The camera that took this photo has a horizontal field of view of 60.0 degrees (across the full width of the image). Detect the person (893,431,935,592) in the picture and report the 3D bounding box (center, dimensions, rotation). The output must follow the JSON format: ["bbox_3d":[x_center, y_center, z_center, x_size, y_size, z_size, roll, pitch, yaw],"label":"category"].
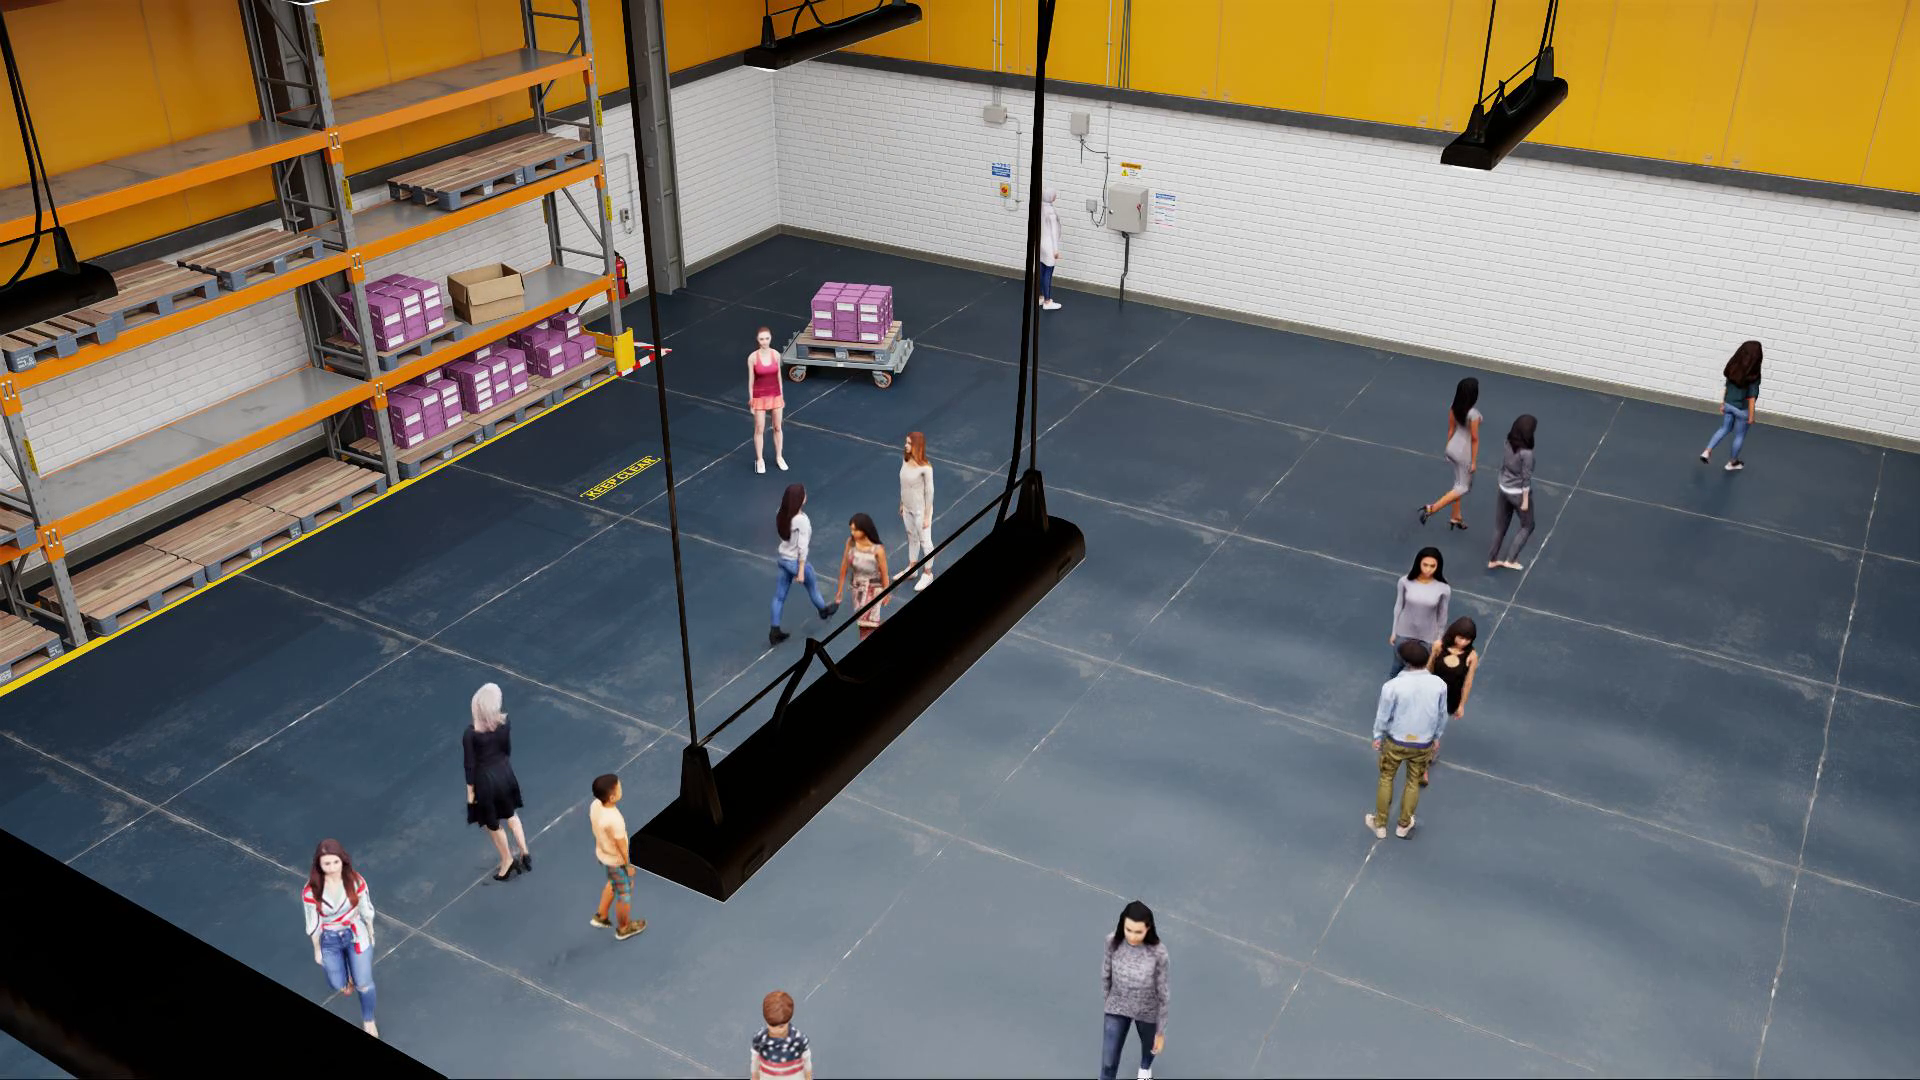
[{"bbox_3d":[-0.425,-0.324,16.757,0.657,1.713,0.671,-23,36,-35],"label":"person"}]

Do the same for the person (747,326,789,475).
[{"bbox_3d":[-2.220,-1.629,19.108,0.657,1.753,0.729,-11,30,-18],"label":"person"}]

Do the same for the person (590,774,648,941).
[{"bbox_3d":[-2.584,2.340,12.146,0.703,1.451,0.635,-23,36,-36],"label":"person"}]

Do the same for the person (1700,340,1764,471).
[{"bbox_3d":[8.872,-1.513,19.051,0.946,1.604,0.850,-12,31,-21],"label":"person"}]

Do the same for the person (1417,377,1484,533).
[{"bbox_3d":[5.247,-0.853,17.679,1.006,1.760,0.921,-9,30,-16],"label":"person"}]

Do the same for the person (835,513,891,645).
[{"bbox_3d":[-0.811,0.444,15.464,0.703,1.603,1.081,18,34,30],"label":"person"}]

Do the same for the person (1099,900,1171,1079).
[{"bbox_3d":[1.160,2.968,10.738,0.754,1.697,1.093,9,30,16],"label":"person"}]

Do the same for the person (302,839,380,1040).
[{"bbox_3d":[-4.218,2.682,11.366,0.900,1.599,0.938,-10,30,-18],"label":"person"}]

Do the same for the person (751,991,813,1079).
[{"bbox_3d":[-1.094,3.345,10.316,0.618,1.439,0.631,4,29,7],"label":"person"}]

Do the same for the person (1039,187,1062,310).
[{"bbox_3d":[1.253,-4.183,23.767,0.724,1.776,0.690,-11,30,-19],"label":"person"}]

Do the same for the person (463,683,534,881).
[{"bbox_3d":[-3.592,1.880,12.696,0.677,1.732,0.530,6,29,12],"label":"person"}]

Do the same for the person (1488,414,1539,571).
[{"bbox_3d":[5.584,-0.458,16.962,0.786,1.752,0.744,-11,31,-20],"label":"person"}]

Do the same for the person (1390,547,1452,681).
[{"bbox_3d":[4.035,0.812,14.659,0.625,1.727,0.587,13,31,22],"label":"person"}]

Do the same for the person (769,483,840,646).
[{"bbox_3d":[-1.648,0.271,15.809,1.114,1.576,0.783,-25,37,-38],"label":"person"}]

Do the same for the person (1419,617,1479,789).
[{"bbox_3d":[4.056,1.267,13.951,0.650,1.607,0.856,13,31,23],"label":"person"}]

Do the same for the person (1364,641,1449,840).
[{"bbox_3d":[3.549,1.575,13.176,0.787,1.808,0.747,9,30,15],"label":"person"}]
